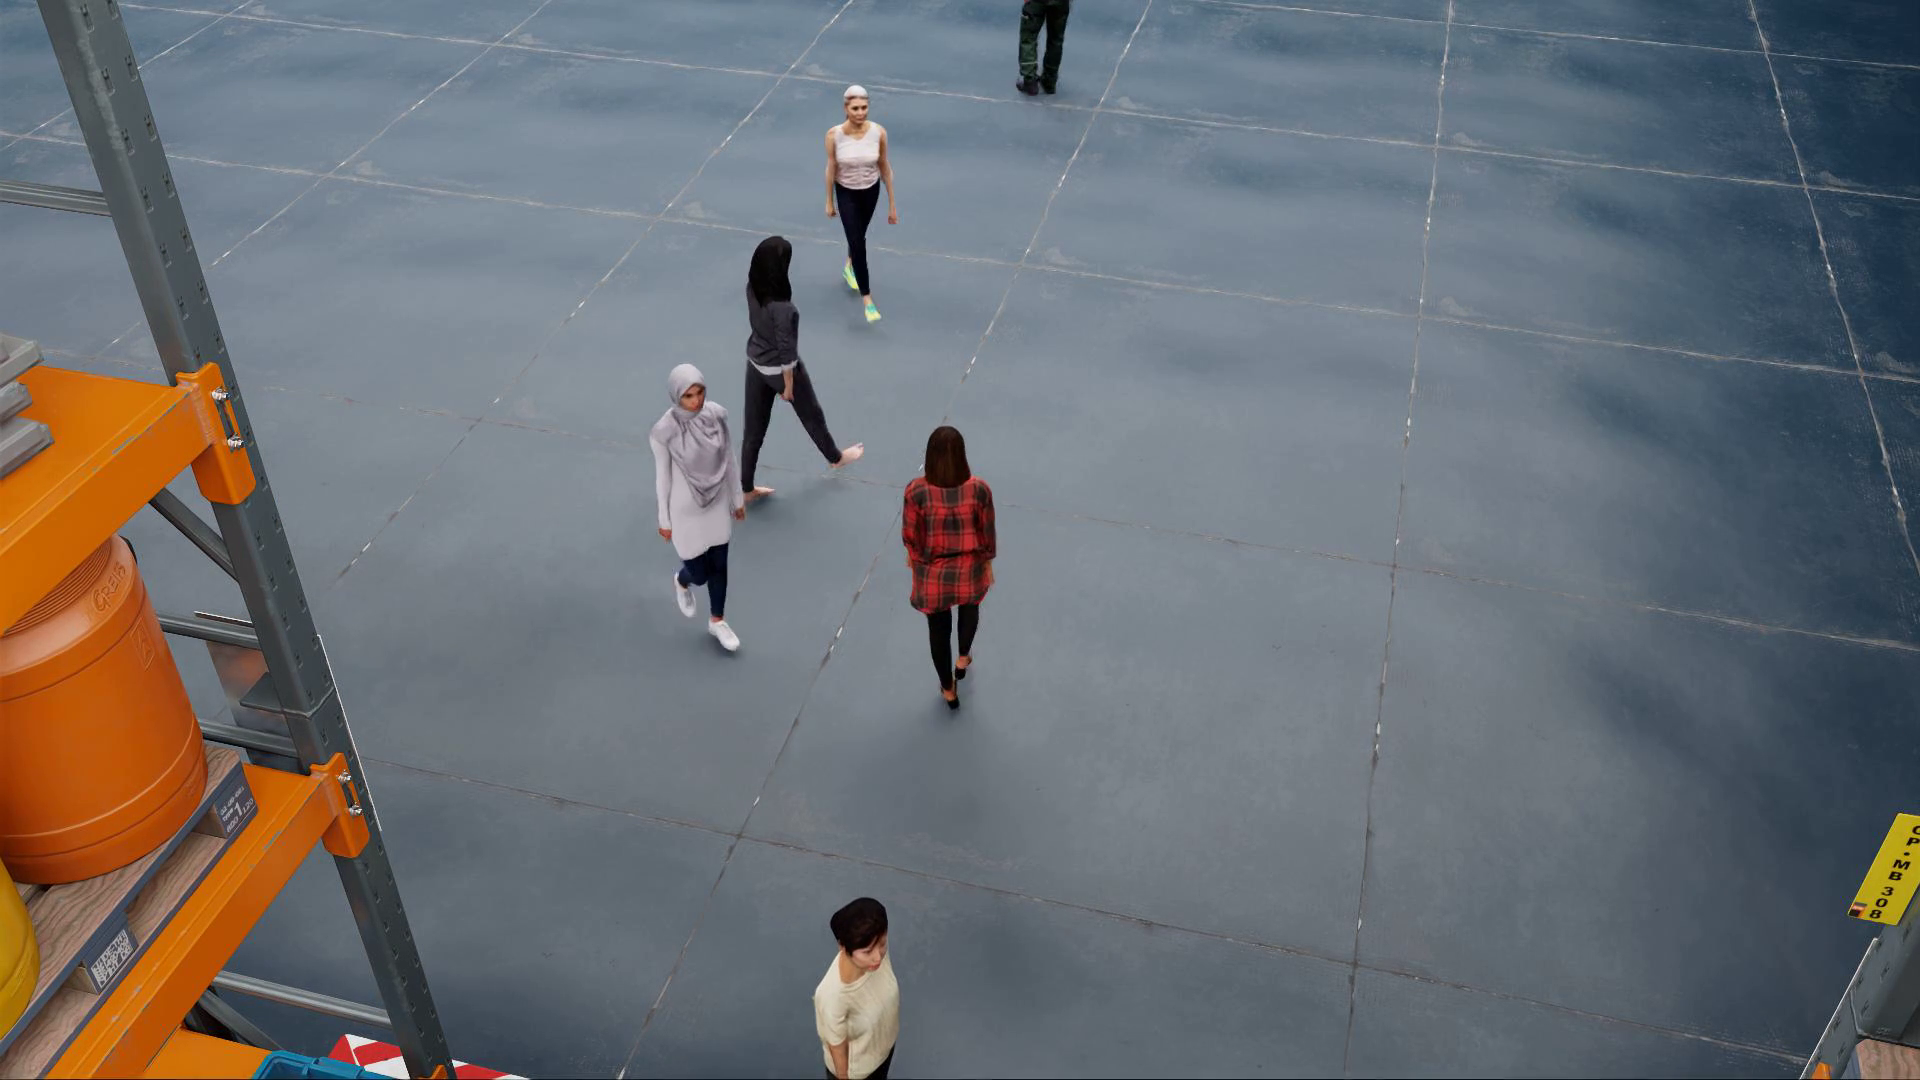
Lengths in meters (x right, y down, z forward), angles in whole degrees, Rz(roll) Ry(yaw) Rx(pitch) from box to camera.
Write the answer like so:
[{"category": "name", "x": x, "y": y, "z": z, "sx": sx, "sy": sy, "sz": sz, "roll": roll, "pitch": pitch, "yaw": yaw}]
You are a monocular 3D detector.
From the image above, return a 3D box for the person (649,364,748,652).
[{"category": "person", "x": -1.435, "y": -0.198, "z": 8.891, "sx": 0.850, "sy": 1.766, "sz": 0.900, "roll": -24, "pitch": 44, "yaw": -28}]

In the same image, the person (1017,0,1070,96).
[{"category": "person", "x": 0.815, "y": -4.854, "z": 14.739, "sx": 0.832, "sy": 1.895, "sz": 0.853, "roll": -10, "pitch": 39, "yaw": -13}]

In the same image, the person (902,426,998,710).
[{"category": "person", "x": -0.051, "y": 0.202, "z": 8.444, "sx": 0.729, "sy": 1.688, "sz": 0.777, "roll": -1, "pitch": 38, "yaw": -2}]

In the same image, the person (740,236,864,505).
[{"category": "person", "x": -1.180, "y": -0.954, "z": 9.891, "sx": 1.187, "sy": 1.726, "sz": 1.012, "roll": -29, "pitch": 47, "yaw": -32}]

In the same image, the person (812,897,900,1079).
[{"category": "person", "x": -0.379, "y": 1.929, "z": 6.317, "sx": 0.690, "sy": 1.589, "sz": 0.485, "roll": 17, "pitch": 41, "yaw": 21}]

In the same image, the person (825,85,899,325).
[{"category": "person", "x": -0.748, "y": -2.457, "z": 11.872, "sx": 1.039, "sy": 1.652, "sz": 1.240, "roll": -11, "pitch": 39, "yaw": -14}]
